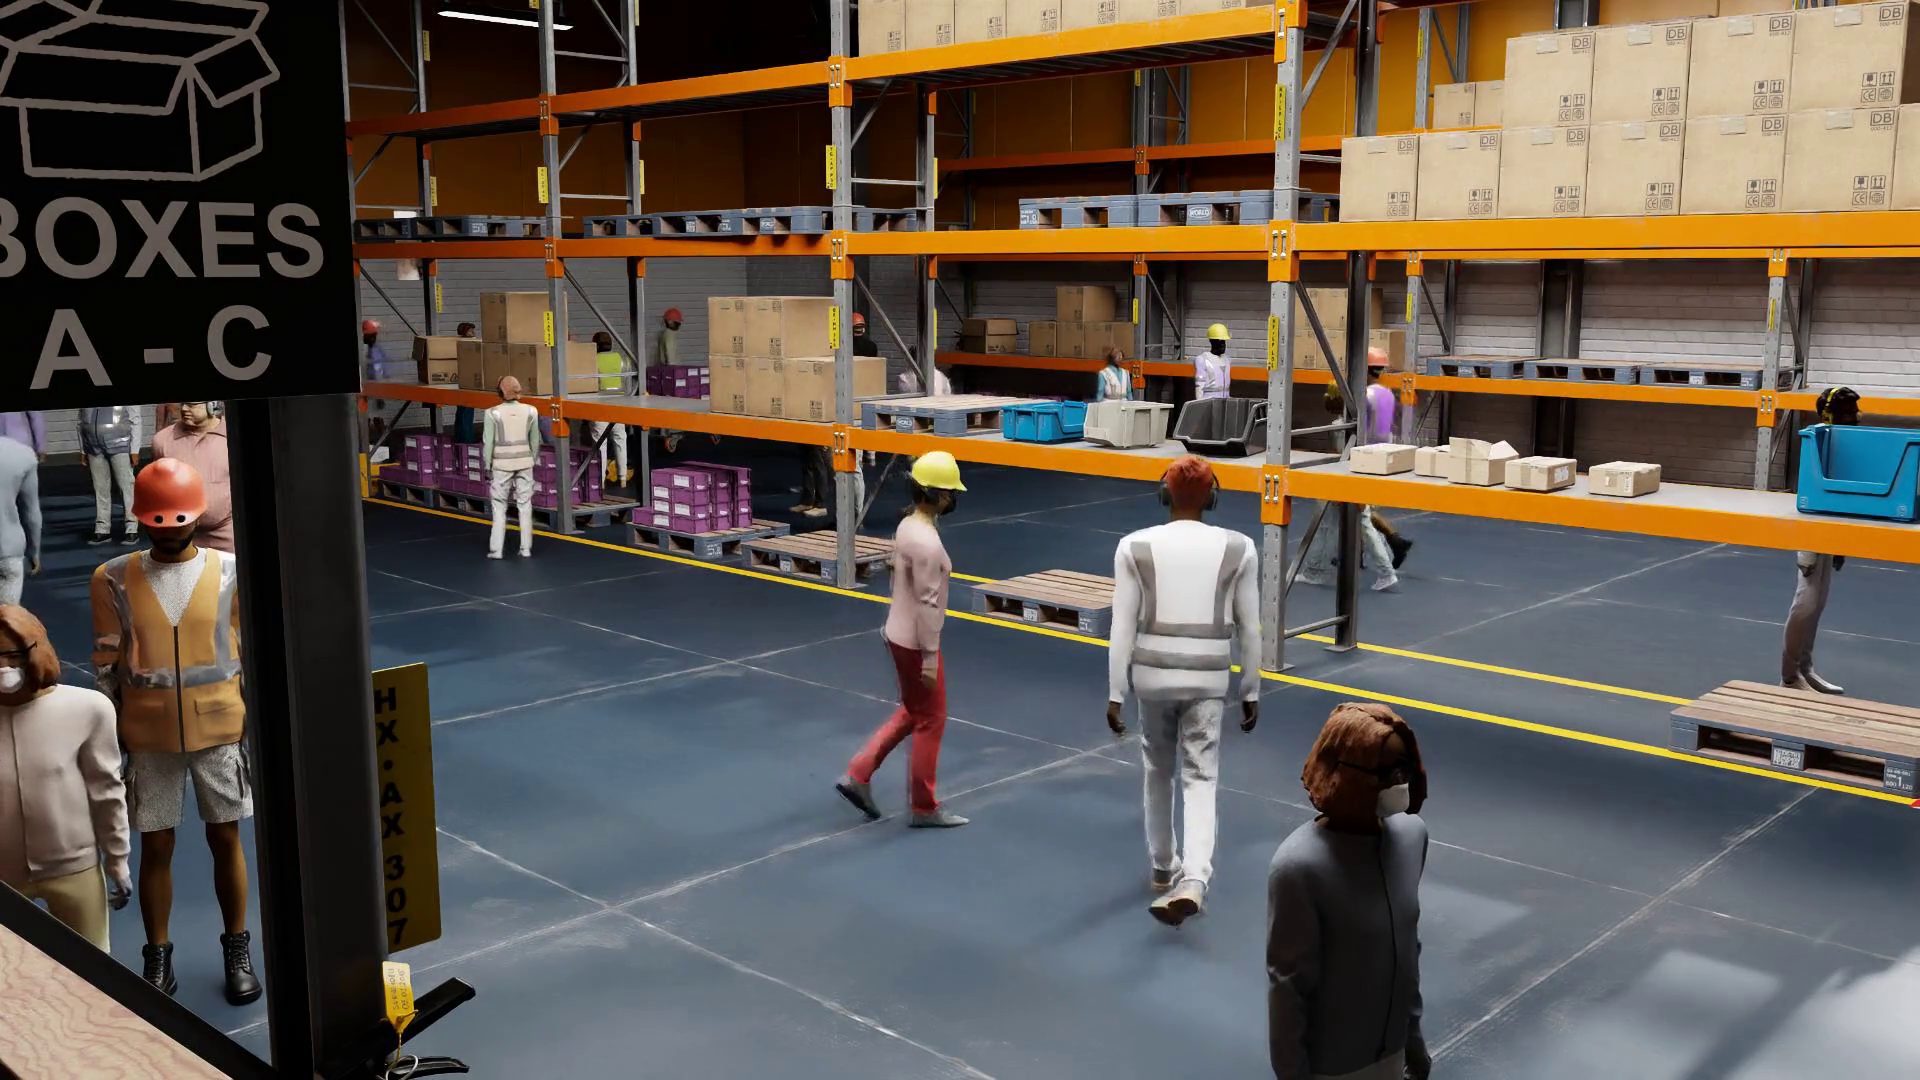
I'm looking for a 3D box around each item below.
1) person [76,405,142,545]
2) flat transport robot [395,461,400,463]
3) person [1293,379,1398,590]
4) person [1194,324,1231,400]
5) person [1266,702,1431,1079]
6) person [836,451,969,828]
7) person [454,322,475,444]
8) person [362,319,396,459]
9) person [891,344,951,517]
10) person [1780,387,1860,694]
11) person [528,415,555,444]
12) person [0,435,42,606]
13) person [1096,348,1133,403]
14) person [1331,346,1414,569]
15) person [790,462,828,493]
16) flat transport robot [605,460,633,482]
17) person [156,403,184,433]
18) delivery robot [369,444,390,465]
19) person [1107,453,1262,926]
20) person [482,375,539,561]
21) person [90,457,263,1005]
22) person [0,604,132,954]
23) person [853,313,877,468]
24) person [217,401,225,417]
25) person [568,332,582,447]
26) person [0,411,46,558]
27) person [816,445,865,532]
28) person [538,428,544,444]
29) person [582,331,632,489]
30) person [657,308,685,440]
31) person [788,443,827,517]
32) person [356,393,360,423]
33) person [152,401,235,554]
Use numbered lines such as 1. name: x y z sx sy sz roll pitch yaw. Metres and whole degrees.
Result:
1. person: -7.885 -0.858 15.407 0.591 1.833 0.403 0 9 2
2. flat transport robot: -6.171 -0.871 20.266 1.431 0.197 0.652 3 10 15
3. person: 3.110 -0.447 13.292 0.494 1.700 0.893 -8 13 -42
4. person: 2.954 -1.540 19.297 0.586 1.928 0.369 -8 12 -42
5. person: 0.866 1.153 3.689 0.507 1.633 0.278 -8 12 -40
6. person: -0.231 0.461 7.582 0.511 1.753 0.548 -2 10 -14
7. person: -6.700 -2.012 22.469 0.388 1.837 0.563 -7 12 -37
8. person: -7.551 -1.881 21.386 0.438 1.921 0.556 -2 9 -9
9. person: -0.460 -1.045 16.642 0.649 1.806 0.856 -9 13 -42
10. person: 5.149 0.019 9.920 0.513 1.872 0.331 -9 13 -44
11. person: -5.515 -1.847 21.384 0.883 1.860 0.629 1 9 5
12. person: -5.414 0.106 9.205 0.656 1.927 0.445 -9 13 -44
13. person: 1.928 -1.579 20.548 0.533 1.588 0.853 -8 12 -41
14. person: 3.496 -0.669 14.006 0.723 1.916 0.556 8 12 39
15. person: -1.588 -1.430 18.756 0.768 1.897 0.595 3 10 20
16. flat transport robot: -4.691 -0.835 20.045 1.431 0.197 0.652 -1 9 -7
17. person: -7.832 -0.984 16.798 0.533 1.619 0.373 -3 10 -20
18. delivery robot: -7.145 -0.986 19.813 0.477 0.478 0.707 4 10 23
19. person: 0.884 0.586 6.545 0.608 1.845 0.856 2 9 10
20. person: -3.945 -0.632 14.634 0.524 1.638 0.346 -6 11 -34
21. person: -2.668 0.673 5.728 0.542 1.930 0.366 -4 10 -23
22. person: -2.668 0.978 4.800 0.500 1.626 0.284 -4 10 -25
23. person: -1.317 -1.932 21.504 0.389 1.990 0.622 7 12 38
24. person: -8.313 -1.482 18.954 0.949 1.921 0.636 -6 11 -31
25. person: -4.548 -1.557 19.709 0.774 1.863 0.610 5 11 29
26. person: -8.509 -0.791 14.834 0.632 1.884 1.033 -4 10 -23
27. person: -1.157 -1.041 16.204 0.355 1.937 0.635 7 11 36
28. person: -6.062 -2.148 23.018 0.607 1.934 0.679 2 9 12
29. person: -4.135 -1.511 19.397 0.626 1.842 0.429 -7 11 -35
30. person: -4.332 -2.448 24.720 0.516 1.972 0.699 -3 10 -18
31. person: -1.558 -1.156 17.208 0.349 1.843 0.506 -6 11 -33
32. person: -6.498 -1.227 17.034 0.695 2.000 1.011 -5 11 -29
33. person: -4.580 -0.034 10.140 0.642 1.905 0.399 -1 9 -9
